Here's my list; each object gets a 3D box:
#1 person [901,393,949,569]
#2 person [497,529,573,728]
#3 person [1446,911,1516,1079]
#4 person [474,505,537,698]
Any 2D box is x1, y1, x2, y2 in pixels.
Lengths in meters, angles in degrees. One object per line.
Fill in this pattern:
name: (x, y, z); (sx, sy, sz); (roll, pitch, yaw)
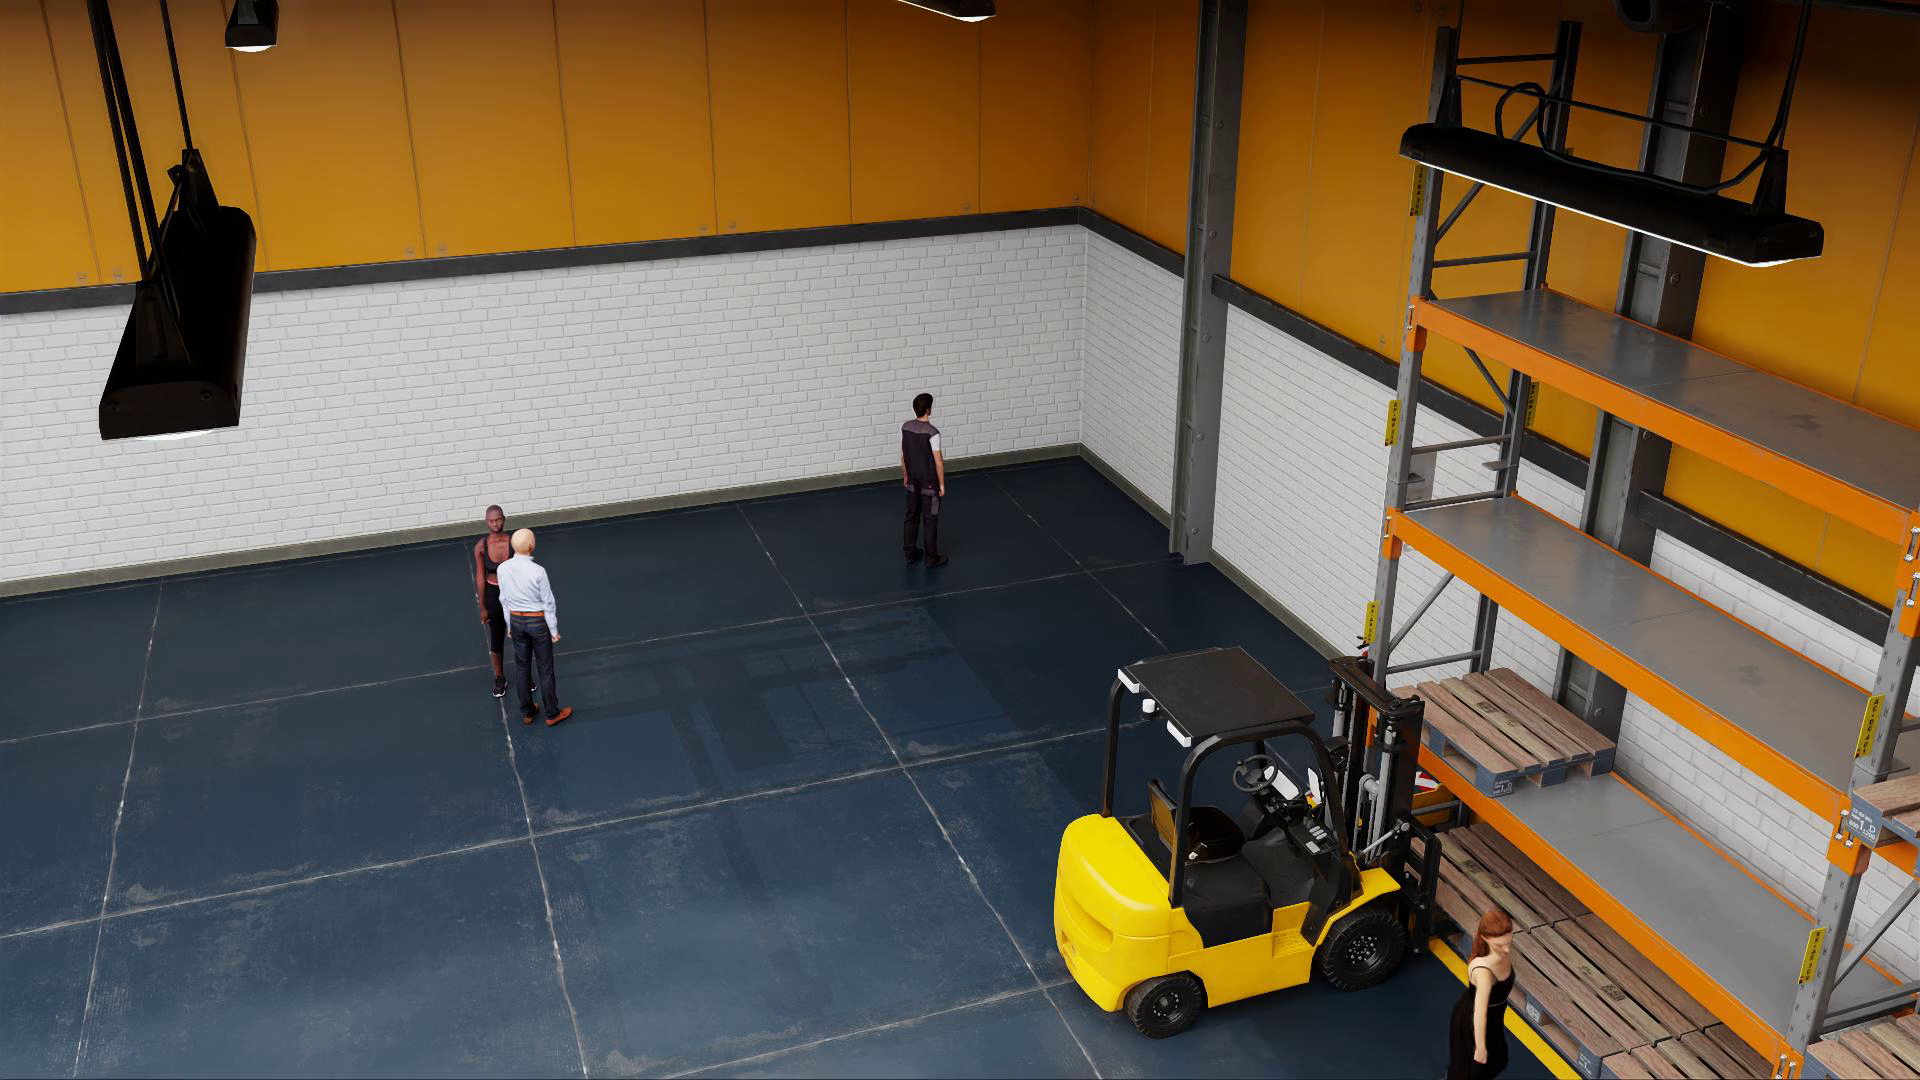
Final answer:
person: (-0.386, -0.619, 17.097); (0.720, 1.848, 0.816); (15, 28, 31)
person: (-3.623, 0.738, 14.061); (0.735, 1.792, 0.751); (5, 24, 11)
person: (2.959, 2.772, 9.657); (0.783, 1.592, 0.752); (10, 25, 21)
person: (-3.998, 0.512, 14.619); (0.590, 1.758, 0.515); (-9, 25, -19)
